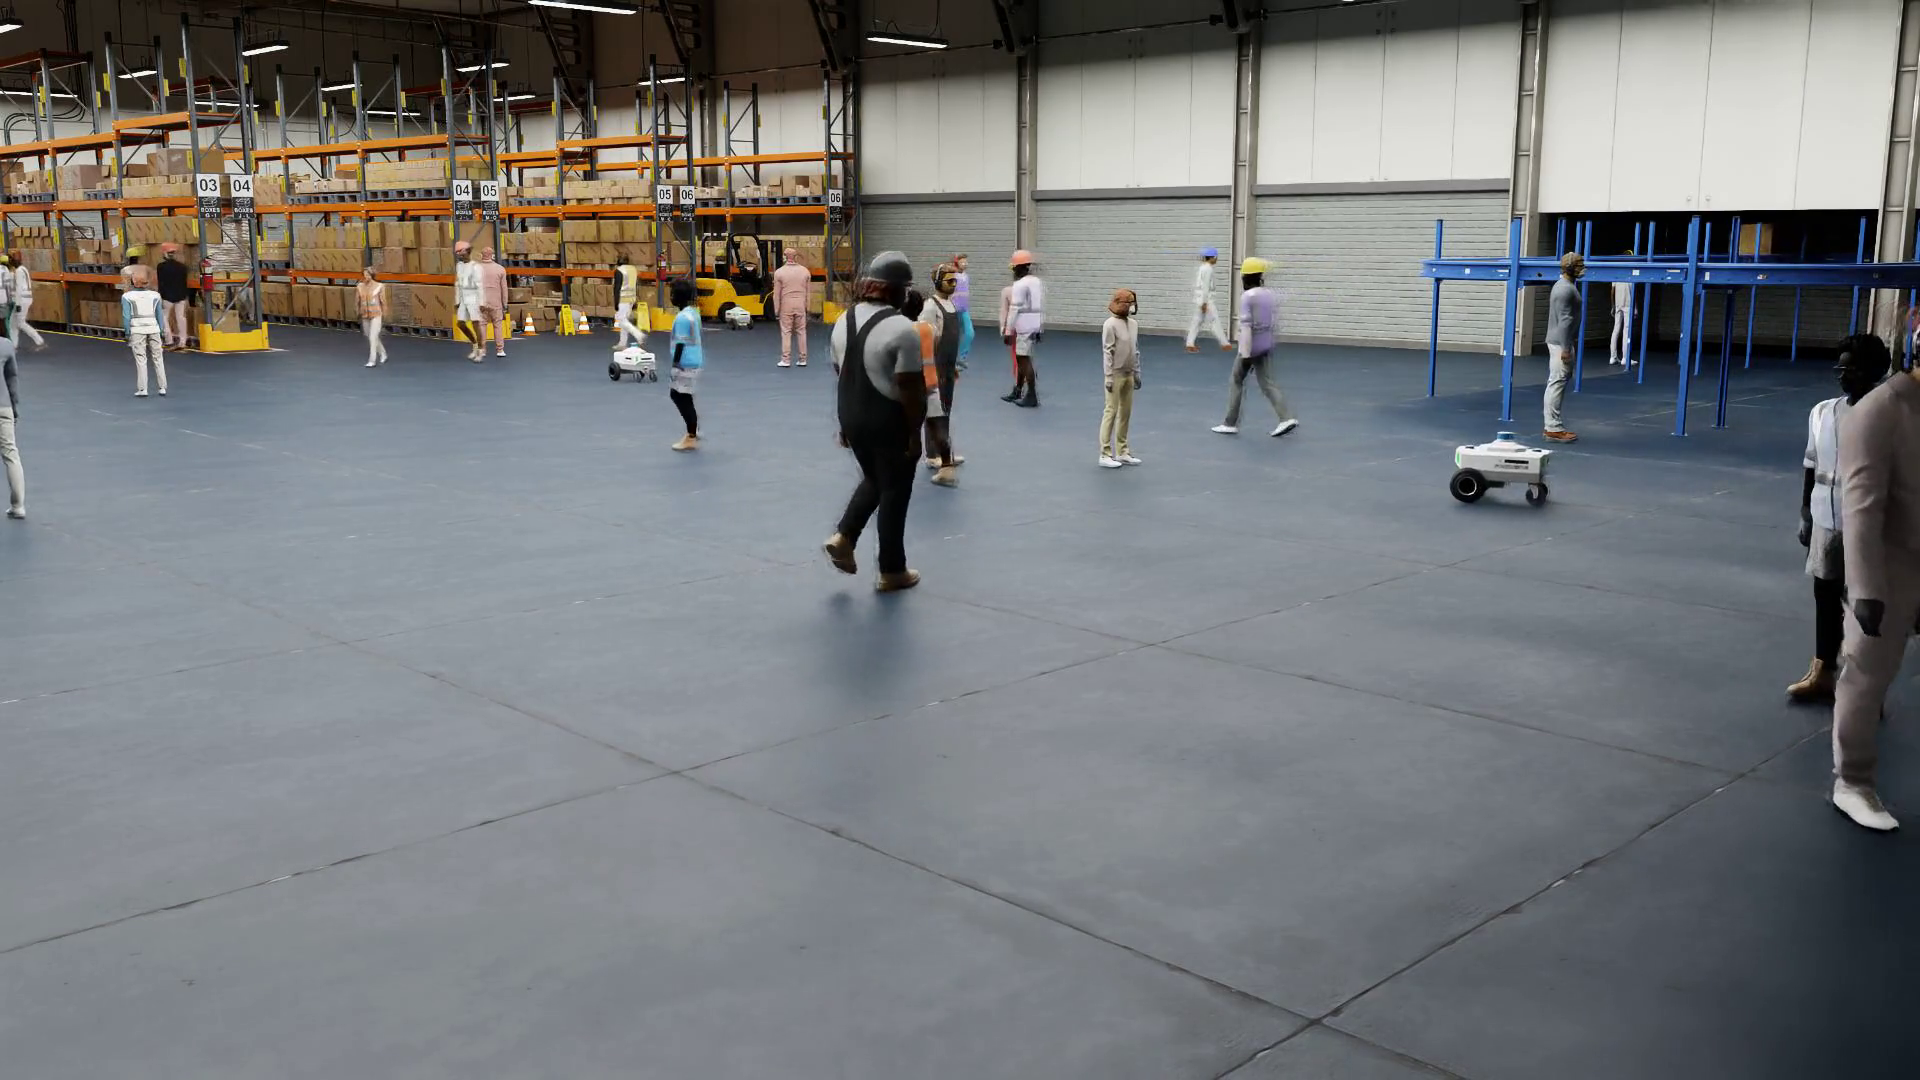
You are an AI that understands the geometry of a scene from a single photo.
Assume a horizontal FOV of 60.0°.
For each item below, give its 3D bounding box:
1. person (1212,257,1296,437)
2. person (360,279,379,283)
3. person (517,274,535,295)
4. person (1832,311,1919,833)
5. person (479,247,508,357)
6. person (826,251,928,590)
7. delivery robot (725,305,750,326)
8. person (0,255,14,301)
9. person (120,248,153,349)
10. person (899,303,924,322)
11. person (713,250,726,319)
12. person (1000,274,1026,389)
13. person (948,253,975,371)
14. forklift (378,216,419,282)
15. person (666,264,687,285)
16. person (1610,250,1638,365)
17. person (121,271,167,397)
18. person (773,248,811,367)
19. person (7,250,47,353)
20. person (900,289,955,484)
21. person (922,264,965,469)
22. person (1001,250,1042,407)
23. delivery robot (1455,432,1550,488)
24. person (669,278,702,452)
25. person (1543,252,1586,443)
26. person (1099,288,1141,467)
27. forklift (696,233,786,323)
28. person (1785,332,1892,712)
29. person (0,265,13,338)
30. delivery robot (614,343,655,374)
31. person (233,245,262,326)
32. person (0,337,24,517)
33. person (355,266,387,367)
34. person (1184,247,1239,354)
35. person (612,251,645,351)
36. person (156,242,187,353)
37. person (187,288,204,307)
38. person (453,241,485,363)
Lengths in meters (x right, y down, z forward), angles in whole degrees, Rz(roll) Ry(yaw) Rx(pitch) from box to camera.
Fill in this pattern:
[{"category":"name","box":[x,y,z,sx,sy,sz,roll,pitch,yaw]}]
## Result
[{"category":"person","box":[3.158,-2.041,17.582,0.947,1.893,0.598,9,14,41]},{"category":"person","box":[-15.911,-7.063,44.876,0.608,1.920,0.812,-9,14,-41]},{"category":"person","box":[-12.521,-7.637,47.950,0.542,1.939,0.362,-8,13,-36]},{"category":"person","box":[3.340,0.143,5.676,0.665,1.874,0.802,-2,11,-12]},{"category":"person","box":[-8.211,-4.145,29.024,0.643,1.900,0.403,-3,11,-13]},{"category":"person","box":[-0.446,-0.702,9.973,0.562,2.000,0.714,-10,14,-44]},{"category":"delivery robot","box":[-5.051,-5.103,37.768,0.477,0.478,0.707,-6,12,-31]},{"category":"person","box":[-18.058,-4.536,31.582,0.762,1.739,0.523,10,14,42]},{"category":"person","box":[-15.389,-4.524,31.167,0.593,1.879,1.002,-10,15,-44]},{"category":"person","box":[-0.609,-1.901,16.929,0.616,1.840,0.948,3,11,13]},{"category":"person","box":[-6.049,-6.472,42.140,0.299,1.743,0.486,-10,14,-43]},{"category":"person","box":[0.842,-2.968,23.099,0.545,1.716,0.928,3,11,18]},{"category":"person","box":[-0.007,-3.554,25.983,0.498,1.828,0.560,7,13,34]},{"category":"forklift","box":[-17.868,-9.201,54.028,1.873,2.768,1.129,-10,14,-44]},{"category":"person","box":[-6.792,-6.072,39.789,0.999,1.809,0.532,8,13,38]},{"category":"person","box":[10.940,-3.828,27.363,0.328,1.873,0.520,-6,12,-29]},{"category":"person","box":[-10.737,-2.709,21.897,0.515,1.639,0.315,-10,14,-43]},{"category":"person","box":[-2.730,-3.760,26.936,0.648,1.899,0.401,-5,12,-26]},{"category":"person","box":[-17.028,-4.310,30.089,0.721,1.837,0.627,-5,12,-27]},{"category":"person","box":[-0.410,-1.312,14.231,0.893,1.645,0.550,8,13,38]},{"category":"person","box":[-0.155,-1.590,15.230,0.342,1.846,0.509,4,11,23]},{"category":"person","box":[0.691,-2.623,20.647,0.701,1.918,0.577,6,12,30]},{"category":"delivery robot","box":[4.358,-0.626,13.357,0.707,0.478,0.477,4,11,23]},{"category":"person","box":[-2.716,-1.711,16.284,0.390,1.686,0.555,0,10,-1]},{"category":"person","box":[6.236,-1.993,17.170,0.370,1.941,0.627,3,11,17]},{"category":"person","box":[1.484,-1.494,15.305,0.267,1.629,0.498,9,14,40]},{"category":"forklift","box":[-5.496,-6.489,41.108,2.313,2.155,1.214,-10,14,-44]},{"category":"person","box":[3.975,-0.078,7.413,0.321,1.689,0.530,-5,12,-25]},{"category":"person","box":[-17.437,-4.327,29.996,0.567,1.899,0.817,-8,13,-38]},{"category":"delivery robot","box":[-4.766,-2.642,24.351,0.477,0.478,0.707,-9,13,-39]},{"category":"person","box":[-16.740,-5.998,39.075,0.635,1.916,0.570,-7,13,-34]},{"category":"person","box":[-7.226,-0.953,12.349,0.280,1.631,0.514,5,11,25]},{"category":"person","box":[-9.540,-3.640,27.049,0.523,1.612,0.717,2,11,11]},{"category":"person","box":[4.507,-4.278,29.745,1.011,1.889,0.637,0,10,-1]},{"category":"person","box":[-6.108,-4.386,30.538,0.675,1.819,0.636,4,11,19]},{"category":"person","box":[-14.239,-4.362,29.979,0.620,1.973,0.659,5,12,27]},{"category":"person","box":[-18.323,-6.128,39.955,0.982,1.865,0.602,8,13,36]},{"category":"person","box":[-8.208,-3.995,27.889,0.746,2.015,0.432,8,13,37]}]
